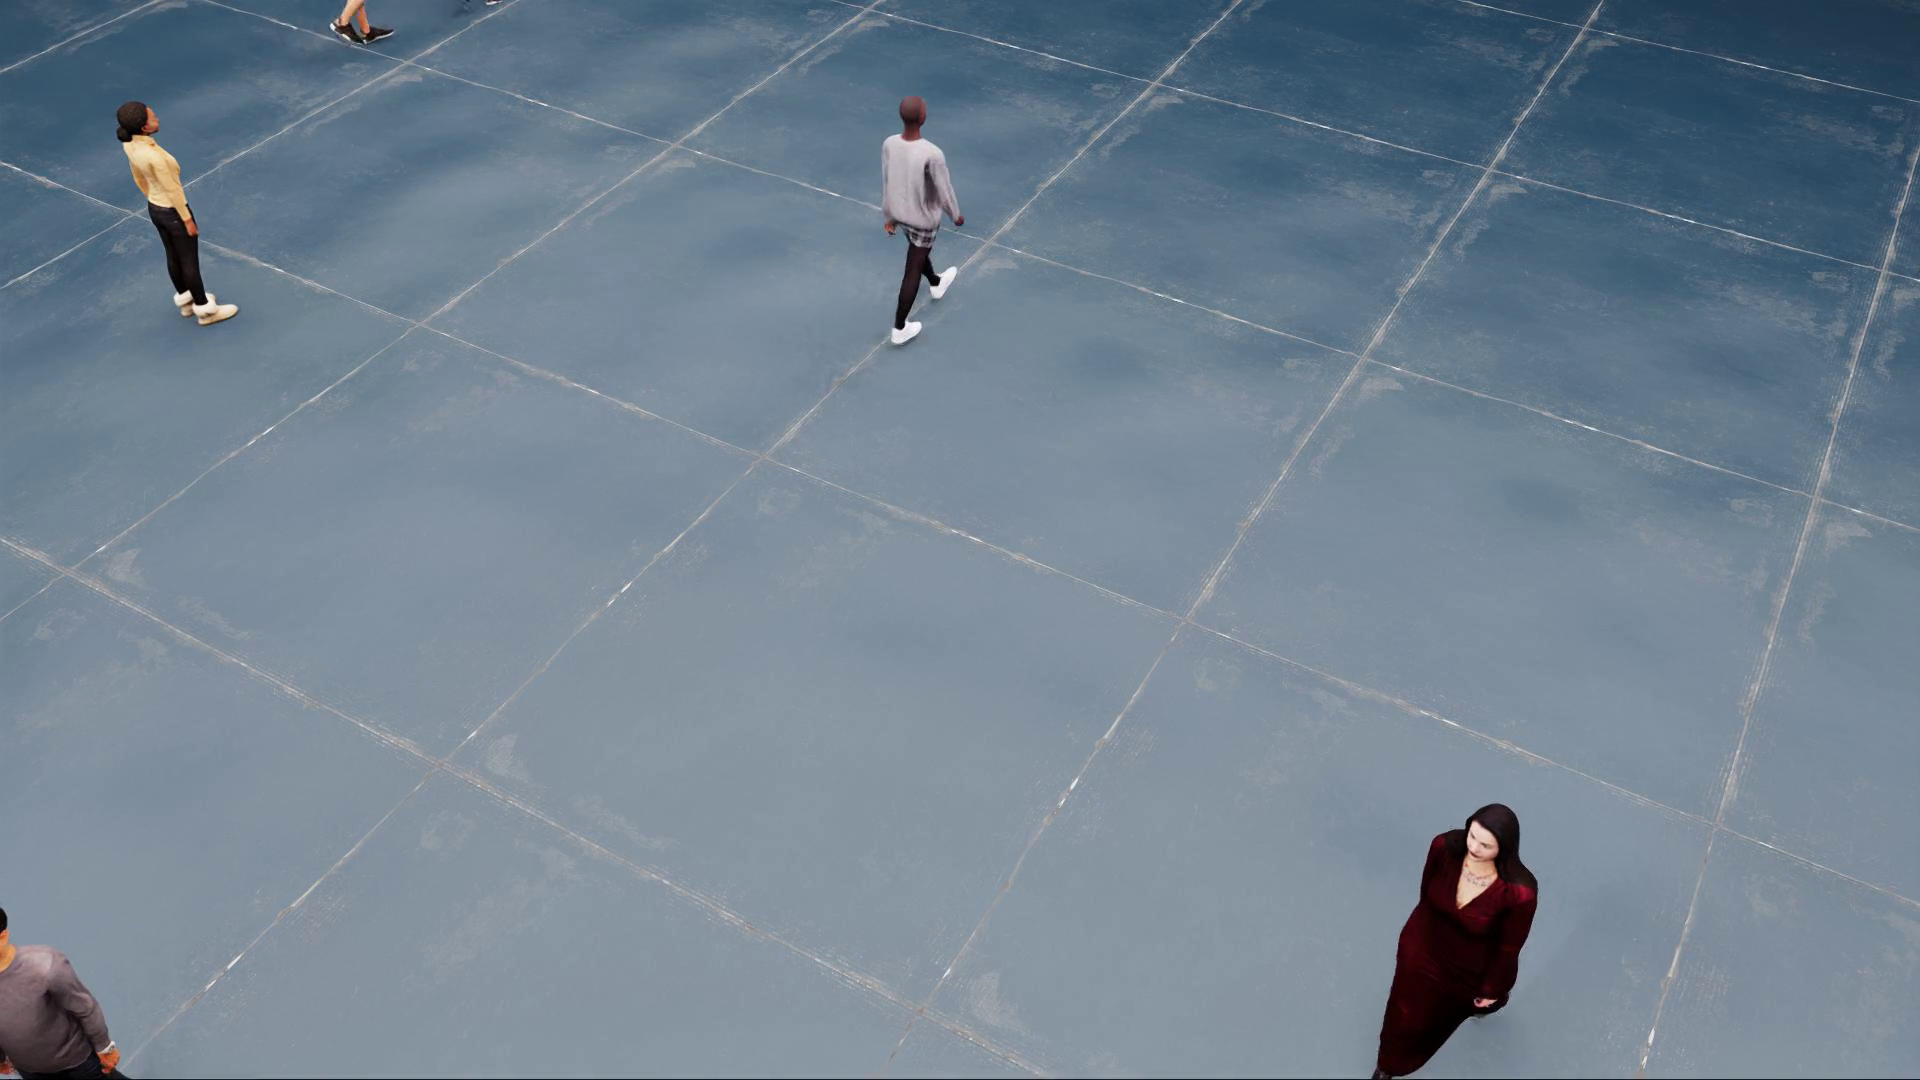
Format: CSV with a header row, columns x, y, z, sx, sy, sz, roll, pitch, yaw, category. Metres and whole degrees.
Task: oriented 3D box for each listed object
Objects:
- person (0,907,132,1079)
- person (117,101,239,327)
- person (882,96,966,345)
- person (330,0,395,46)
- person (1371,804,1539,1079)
x,y,z,sx,sy,sz,roll,pitch,yaw,category
-3.636,2.018,6.691,0.719,1.767,0.711,5,42,6,person
-5.463,-2.259,11.480,0.628,1.659,0.574,28,49,27,person
-0.359,-2.122,11.274,0.709,1.734,1.119,27,49,27,person
-5.476,-5.216,14.599,0.936,1.842,0.859,-24,47,-24,person
2.184,1.696,7.074,0.797,1.727,1.106,30,50,29,person
